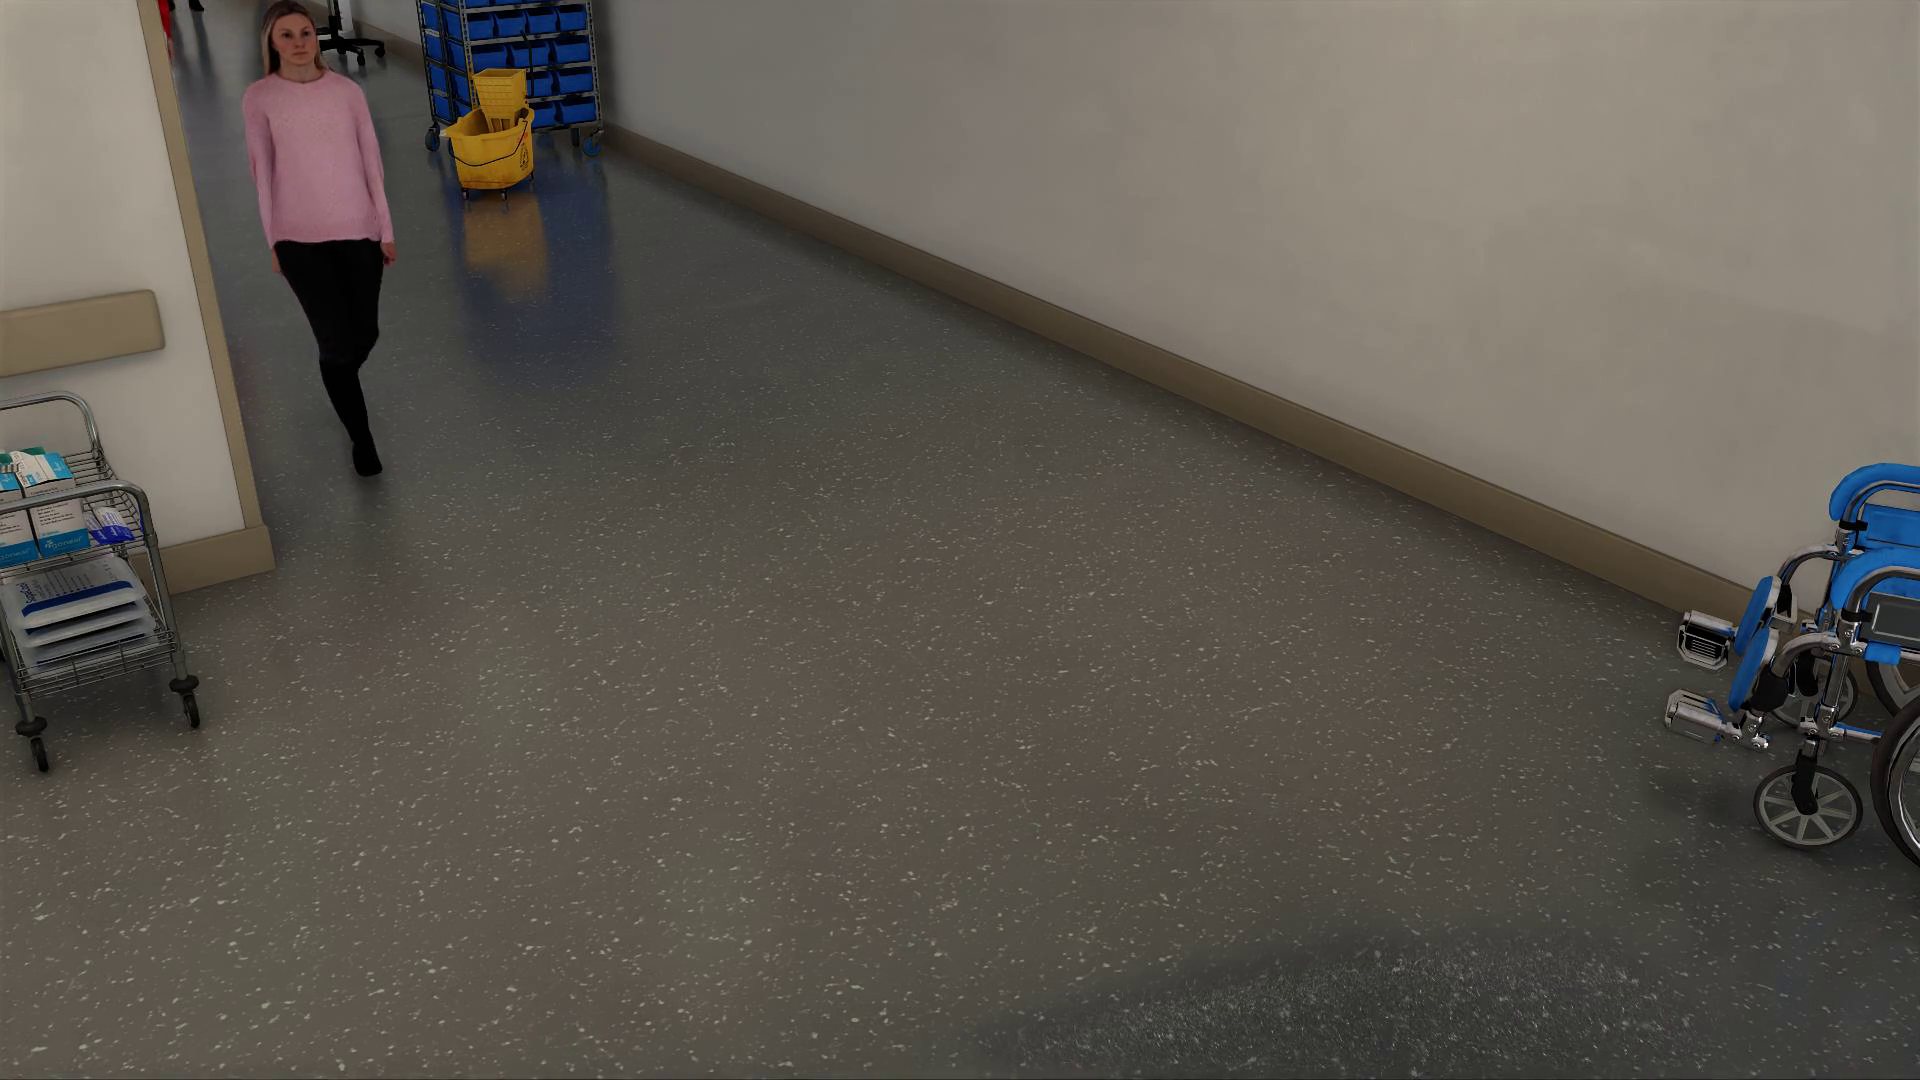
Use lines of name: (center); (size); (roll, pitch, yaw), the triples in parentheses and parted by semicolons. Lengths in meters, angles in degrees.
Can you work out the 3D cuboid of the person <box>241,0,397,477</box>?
person: (-2.342, -1.121, 6.150); (1.007, 1.659, 0.718); (-15, 29, -27)
